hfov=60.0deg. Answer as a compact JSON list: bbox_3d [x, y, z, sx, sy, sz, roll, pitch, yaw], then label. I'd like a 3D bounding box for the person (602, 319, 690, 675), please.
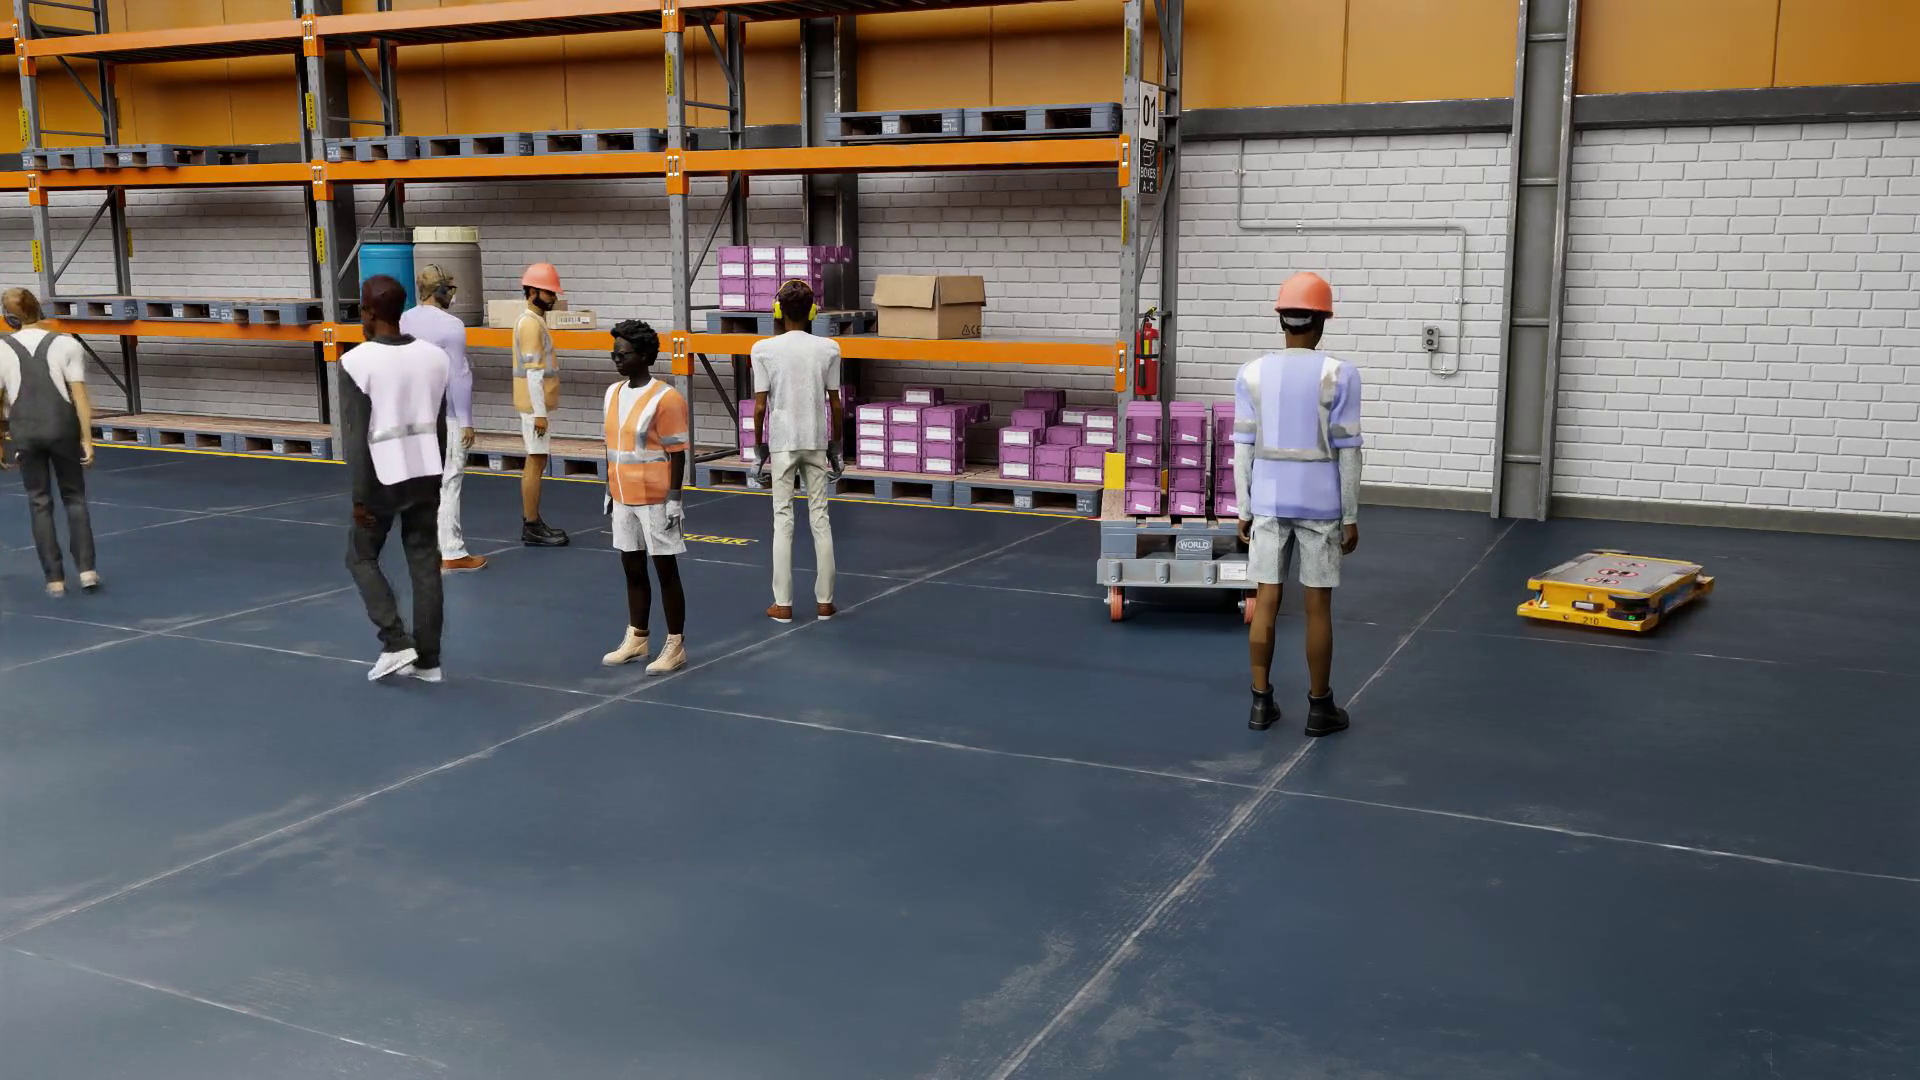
[{"bbox_3d":[-1.515,-0.202,7.952,0.540,1.695,0.317,8,13,38],"label":"person"}]

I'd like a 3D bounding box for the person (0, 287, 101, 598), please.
[{"bbox_3d":[-5.368,-0.568,9.728,0.525,1.804,0.523,-5,11,-26],"label":"person"}]

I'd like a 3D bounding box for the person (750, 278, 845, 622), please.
[{"bbox_3d":[-0.886,-0.482,9.063,0.516,1.872,0.327,-3,10,-15],"label":"person"}]

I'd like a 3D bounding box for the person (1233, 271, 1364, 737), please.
[{"bbox_3d":[1.411,-0.145,6.945,0.542,1.936,0.364,5,11,28],"label":"person"}]

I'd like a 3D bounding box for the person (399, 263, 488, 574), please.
[{"bbox_3d":[-3.278,-0.754,10.426,0.635,1.936,0.354,7,12,33],"label":"person"}]

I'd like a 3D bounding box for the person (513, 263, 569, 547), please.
[{"bbox_3d":[-2.865,-0.921,11.405,0.379,1.927,0.550,-3,10,-15],"label":"person"}]

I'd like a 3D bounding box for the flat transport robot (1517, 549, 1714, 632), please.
[{"bbox_3d":[3.713,0.265,9.356,0.652,0.197,1.431,8,13,37],"label":"flat transport robot"}]

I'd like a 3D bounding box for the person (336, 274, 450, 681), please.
[{"bbox_3d":[-2.621,-0.275,7.758,0.447,1.907,0.585,8,12,37],"label":"person"}]
